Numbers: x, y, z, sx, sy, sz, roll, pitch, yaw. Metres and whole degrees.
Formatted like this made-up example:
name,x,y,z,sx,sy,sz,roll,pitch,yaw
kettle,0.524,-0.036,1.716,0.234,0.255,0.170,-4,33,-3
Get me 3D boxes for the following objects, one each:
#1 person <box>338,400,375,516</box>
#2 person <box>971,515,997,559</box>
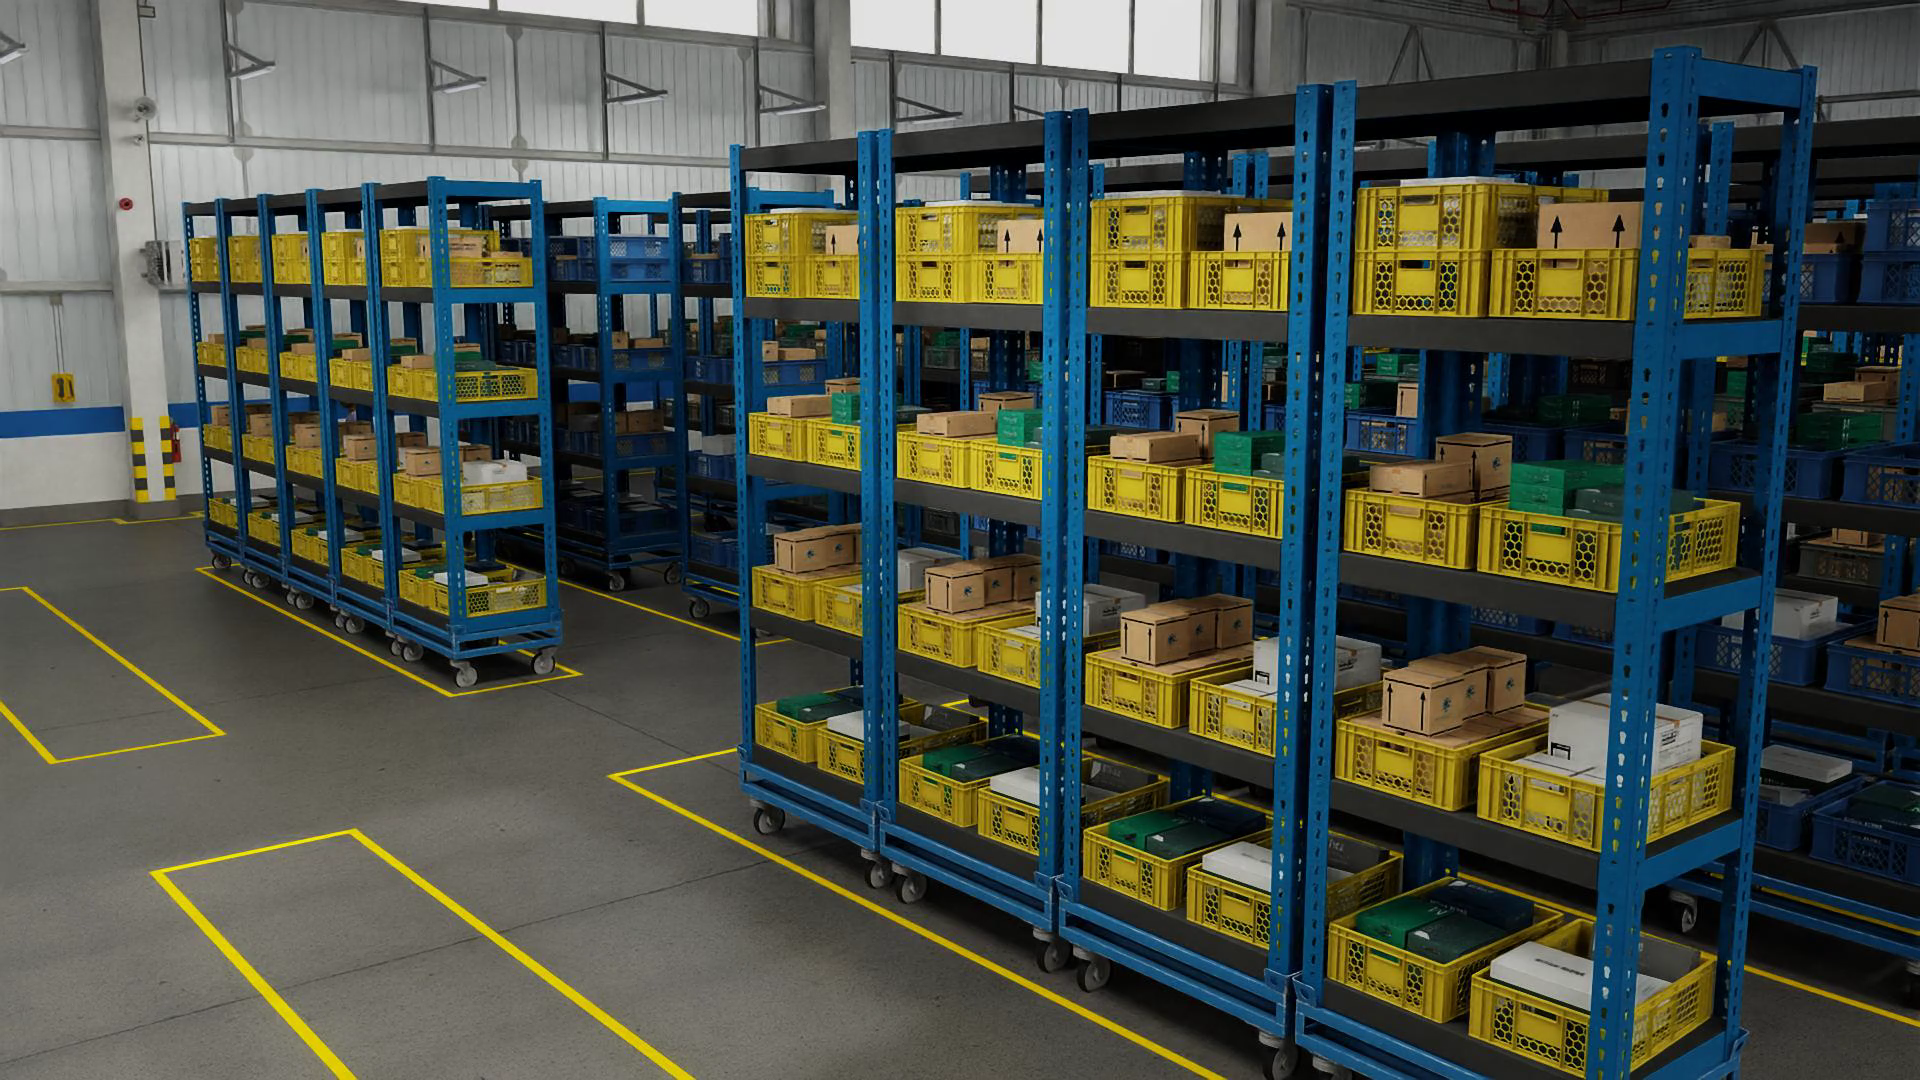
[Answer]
name,x,y,z,sx,sy,sz,roll,pitch,yaw
person,-6.095,-0.700,16.955,0.388,1.837,0.560,-5,11,-26
person,0.286,-0.039,12.979,0.592,1.828,0.404,-3,10,-17
